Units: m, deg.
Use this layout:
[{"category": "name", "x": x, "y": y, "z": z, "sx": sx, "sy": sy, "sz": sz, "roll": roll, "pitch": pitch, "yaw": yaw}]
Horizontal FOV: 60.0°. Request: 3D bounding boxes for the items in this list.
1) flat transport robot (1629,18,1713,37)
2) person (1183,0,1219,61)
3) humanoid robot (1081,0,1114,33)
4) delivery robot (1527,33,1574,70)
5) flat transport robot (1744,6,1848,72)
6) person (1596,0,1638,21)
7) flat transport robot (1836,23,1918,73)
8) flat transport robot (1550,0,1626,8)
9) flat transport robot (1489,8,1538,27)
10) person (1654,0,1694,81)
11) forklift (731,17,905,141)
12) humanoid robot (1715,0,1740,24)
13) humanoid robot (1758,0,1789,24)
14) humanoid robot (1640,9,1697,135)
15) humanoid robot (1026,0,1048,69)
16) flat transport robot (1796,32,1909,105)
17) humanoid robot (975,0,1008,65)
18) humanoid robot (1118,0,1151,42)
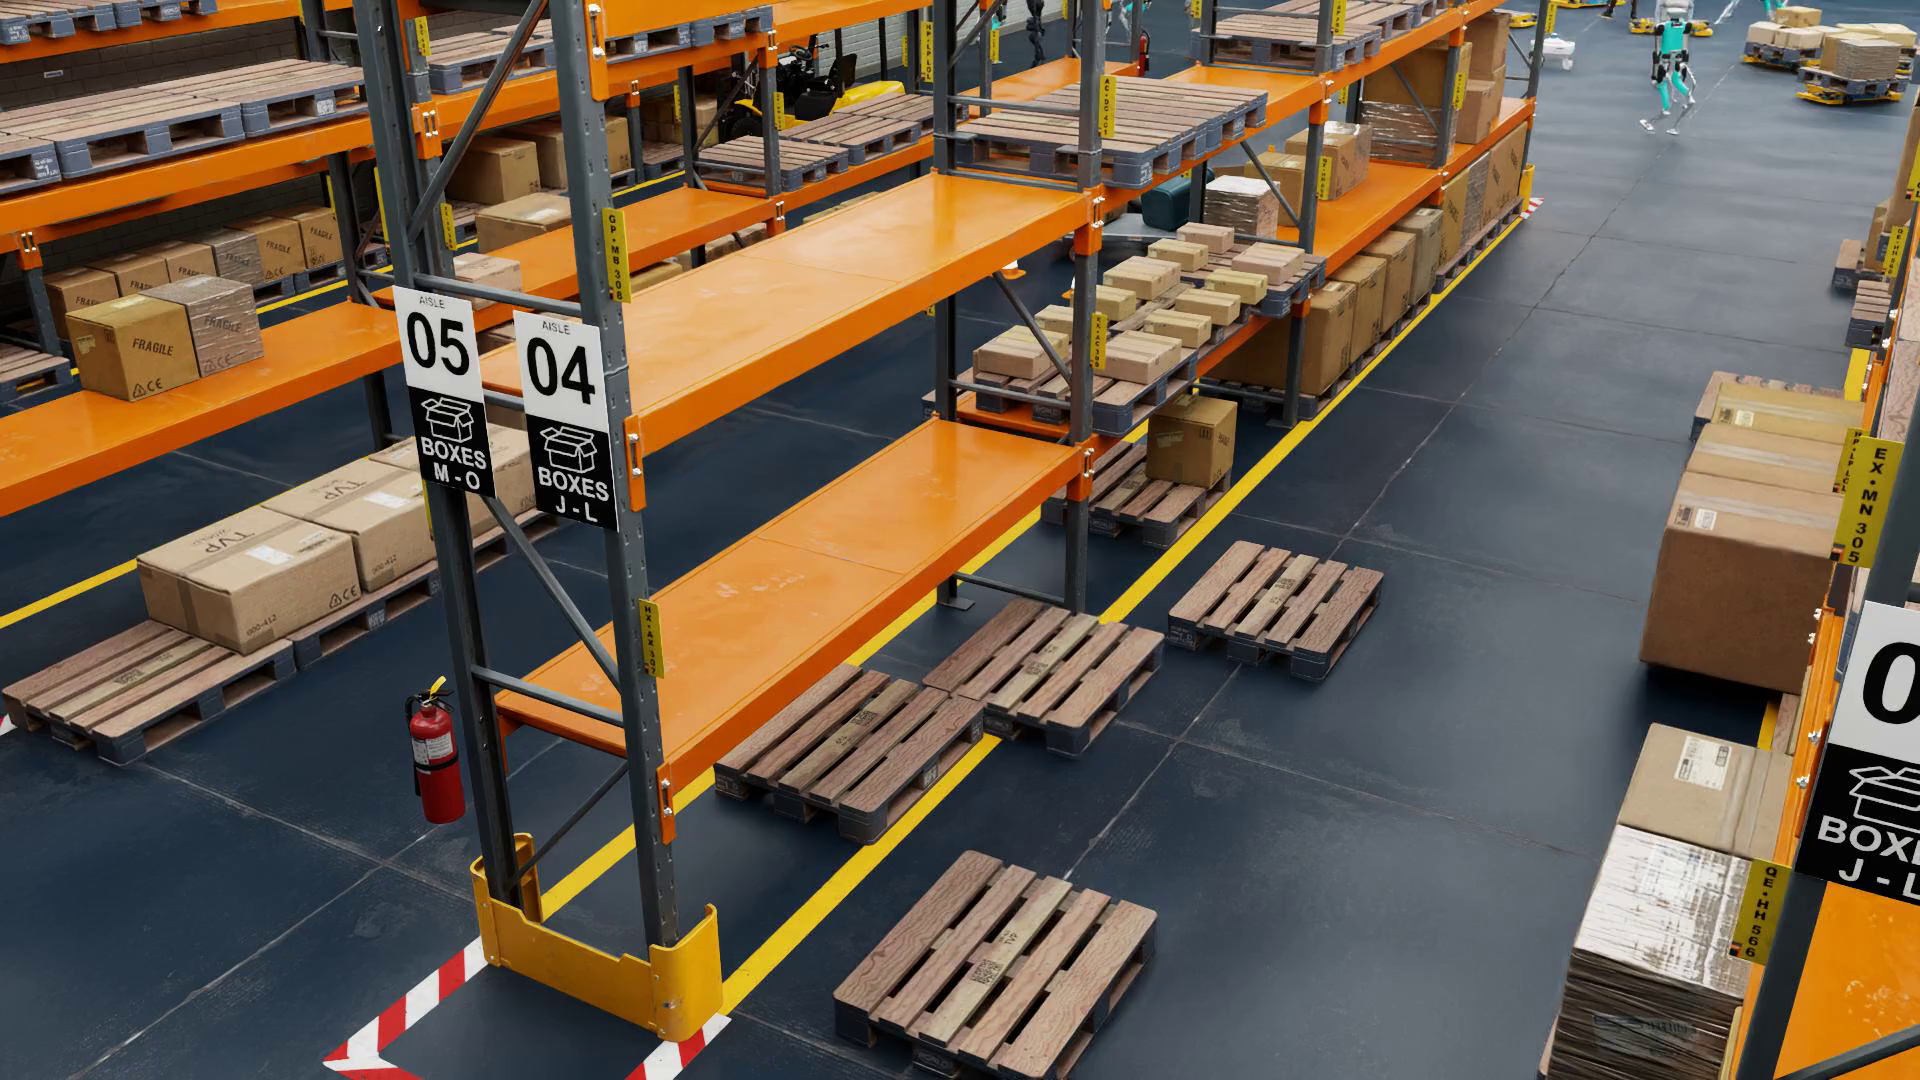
[{"category": "flat transport robot", "x": 13.500, "y": -9.743, "z": 31.588, "sx": 1.431, "sy": 0.231, "sz": 0.659, "roll": 7, "pitch": 27, "yaw": 14}, {"category": "person", "x": 4.146, "y": -9.139, "z": 28.432, "sx": 0.666, "sy": 1.918, "sz": 0.451, "roll": 19, "pitch": 32, "yaw": 35}, {"category": "humanoid robot", "x": 2.206, "y": -8.449, "z": 27.224, "sx": 0.535, "sy": 1.773, "sz": 0.797, "roll": 6, "pitch": 26, "yaw": 11}, {"category": "delivery robot", "x": 10.043, "y": -8.296, "z": 28.228, "sx": 0.750, "sy": 0.575, "sz": 0.499, "roll": 8, "pitch": 27, "yaw": 17}, {"category": "flat transport robot", "x": 14.092, "y": -8.131, "z": 28.237, "sx": 0.659, "sy": 0.231, "sz": 1.431, "roll": -11, "pitch": 28, "yaw": -22}, {"category": "person", "x": 13.186, "y": -11.277, "z": 32.867, "sx": 0.697, "sy": 1.934, "sz": 0.638, "roll": -11, "pitch": 28, "yaw": -22}, {"category": "flat transport robot", "x": 15.430, "y": -8.111, "z": 28.195, "sx": 0.659, "sy": 0.231, "sz": 1.431, "roll": -2, "pitch": 26, "yaw": -4}, {"category": "flat transport robot", "x": 13.186, "y": -11.330, "z": 34.885, "sx": 1.431, "sy": 0.231, "sz": 0.659, "roll": -10, "pitch": 27, "yaw": -20}, {"category": "flat transport robot", "x": 10.588, "y": -10.255, "z": 32.651, "sx": 0.659, "sy": 0.231, "sz": 1.431, "roll": -20, "pitch": 32, "yaw": -36}, {"category": "person", "x": 11.428, "y": -8.292, "z": 26.687, "sx": 0.596, "sy": 1.902, "sz": 0.459, "roll": 4, "pitch": 26, "yaw": 7}, {"category": "forklift", "x": -1.819, "y": -5.975, "z": 21.543, "sx": 2.313, "sy": 2.155, "sz": 1.214, "roll": 14, "pitch": 29, "yaw": 26}, {"category": "humanoid robot", "x": 15.126, "y": -10.962, "z": 32.454, "sx": 0.831, "sy": 1.788, "sz": 0.552, "roll": -1, "pitch": 26, "yaw": -2}, {"category": "humanoid robot", "x": 15.032, "y": -10.028, "z": 30.608, "sx": 0.767, "sy": 1.896, "sz": 0.553, "roll": -14, "pitch": 29, "yaw": -27}, {"category": "humanoid robot", "x": 9.860, "y": -6.390, "z": 22.929, "sx": 0.537, "sy": 1.725, "sz": 0.993, "roll": -5, "pitch": 26, "yaw": -11}, {"category": "humanoid robot", "x": 1.319, "y": -8.225, "z": 26.826, "sx": 0.542, "sy": 1.651, "sz": 0.605, "roll": 4, "pitch": 26, "yaw": 8}, {"category": "flat transport robot", "x": 13.757, "y": -6.913, "z": 25.706, "sx": 1.431, "sy": 0.231, "sz": 0.659, "roll": -8, "pitch": 27, "yaw": -16}, {"category": "humanoid robot", "x": 0.458, "y": -8.788, "z": 27.756, "sx": 0.533, "sy": 1.677, "sz": 0.735, "roll": 14, "pitch": 29, "yaw": 26}, {"category": "humanoid robot", "x": 3.151, "y": -9.721, "z": 29.930, "sx": 0.805, "sy": 1.835, "sz": 0.533, "roll": -10, "pitch": 28, "yaw": -21}]
